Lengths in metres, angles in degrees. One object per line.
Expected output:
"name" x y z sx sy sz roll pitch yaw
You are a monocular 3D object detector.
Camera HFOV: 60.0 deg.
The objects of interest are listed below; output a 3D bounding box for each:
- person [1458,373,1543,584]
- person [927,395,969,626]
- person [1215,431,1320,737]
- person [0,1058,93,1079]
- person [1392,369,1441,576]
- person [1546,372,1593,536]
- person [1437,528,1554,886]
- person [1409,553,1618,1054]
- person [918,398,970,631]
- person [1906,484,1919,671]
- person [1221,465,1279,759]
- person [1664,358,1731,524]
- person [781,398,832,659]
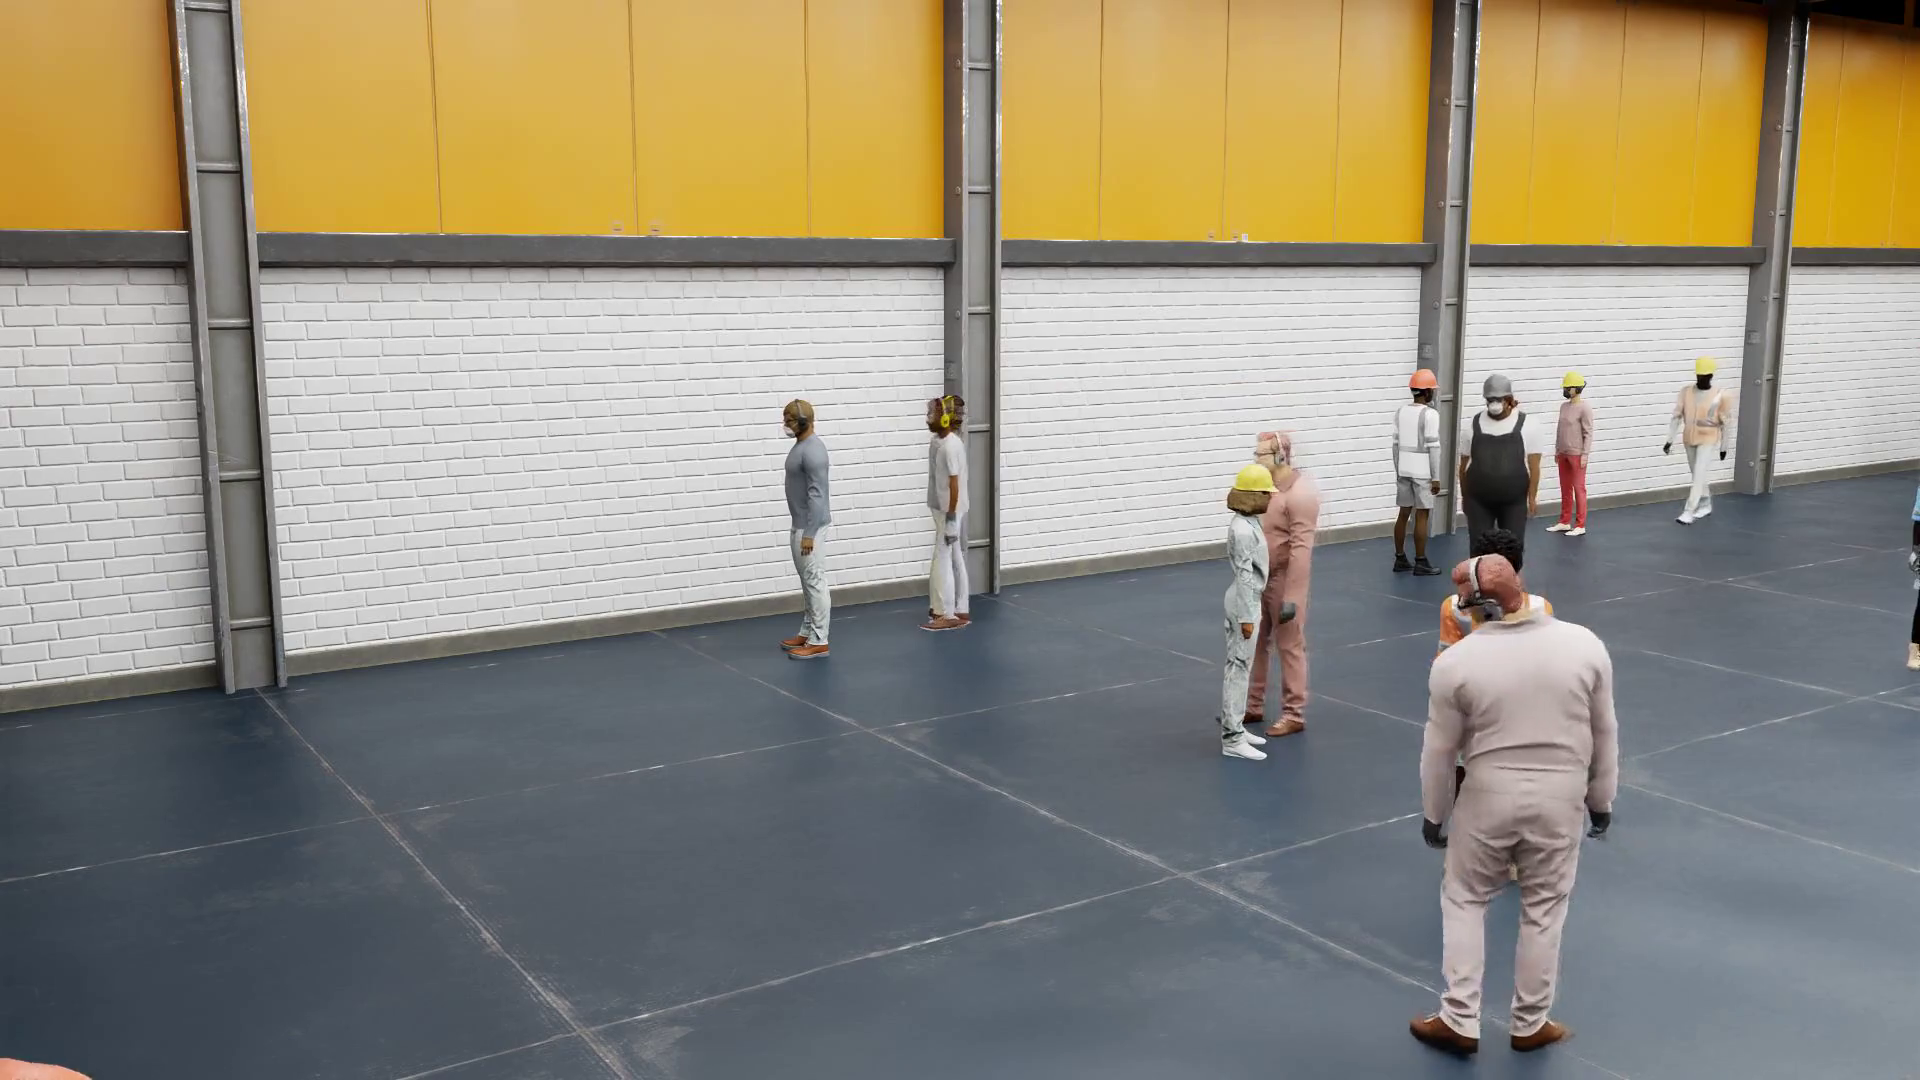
"person" 4.564 -0.434 14.122 0.686 2.000 0.705 4 10 24
"person" -0.104 -0.245 13.521 0.335 1.865 0.520 0 9 -2
"person" 1.914 0.278 10.321 0.531 1.896 0.663 -3 10 -20
"person" -1.142 1.603 2.212 0.393 1.929 0.546 4 10 23
"person" 4.310 -0.635 15.641 0.364 1.939 0.542 -6 11 -30
"person" 6.575 -0.926 17.912 0.328 1.767 0.532 -3 10 -15
"person" 2.498 0.788 7.804 0.533 1.692 0.319 2 10 11
"person" 2.037 0.983 6.128 0.716 1.877 0.436 2 10 10
"person" -0.138 -0.202 13.311 0.482 1.853 0.600 0 9 0
"person" 7.059 0.118 11.846 0.537 1.695 0.317 6 11 33
"person" 1.722 0.417 9.891 0.304 1.742 0.493 2 10 10
"person" 8.391 -1.133 18.858 1.010 1.874 0.600 -7 12 -37
"person" -1.142 -0.087 12.357 0.370 1.934 0.627 -2 10 -13
